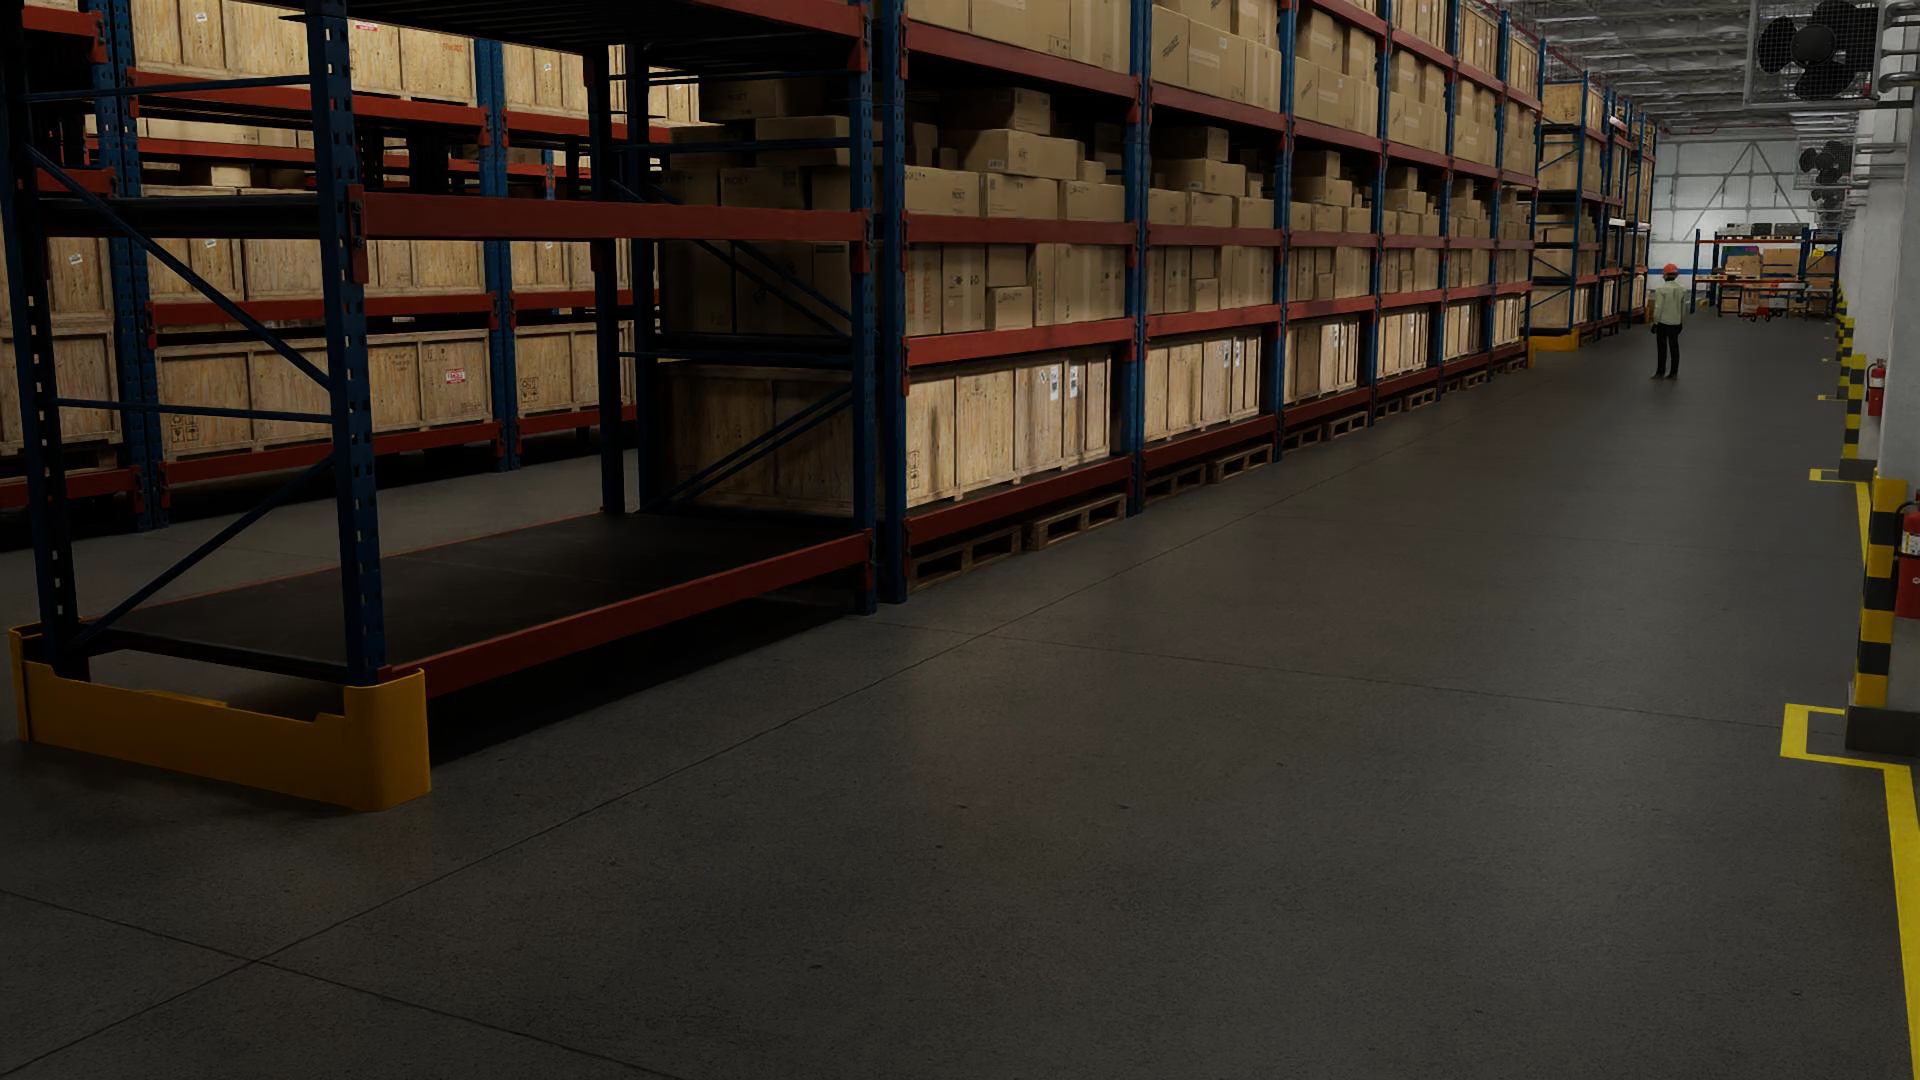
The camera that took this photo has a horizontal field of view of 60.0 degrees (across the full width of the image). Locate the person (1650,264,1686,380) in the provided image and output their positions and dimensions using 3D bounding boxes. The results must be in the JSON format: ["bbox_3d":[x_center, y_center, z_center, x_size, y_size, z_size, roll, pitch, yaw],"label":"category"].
[{"bbox_3d":[12.127,-3.732,28.517,0.623,1.990,0.390,-3,10,-17],"label":"person"}]
